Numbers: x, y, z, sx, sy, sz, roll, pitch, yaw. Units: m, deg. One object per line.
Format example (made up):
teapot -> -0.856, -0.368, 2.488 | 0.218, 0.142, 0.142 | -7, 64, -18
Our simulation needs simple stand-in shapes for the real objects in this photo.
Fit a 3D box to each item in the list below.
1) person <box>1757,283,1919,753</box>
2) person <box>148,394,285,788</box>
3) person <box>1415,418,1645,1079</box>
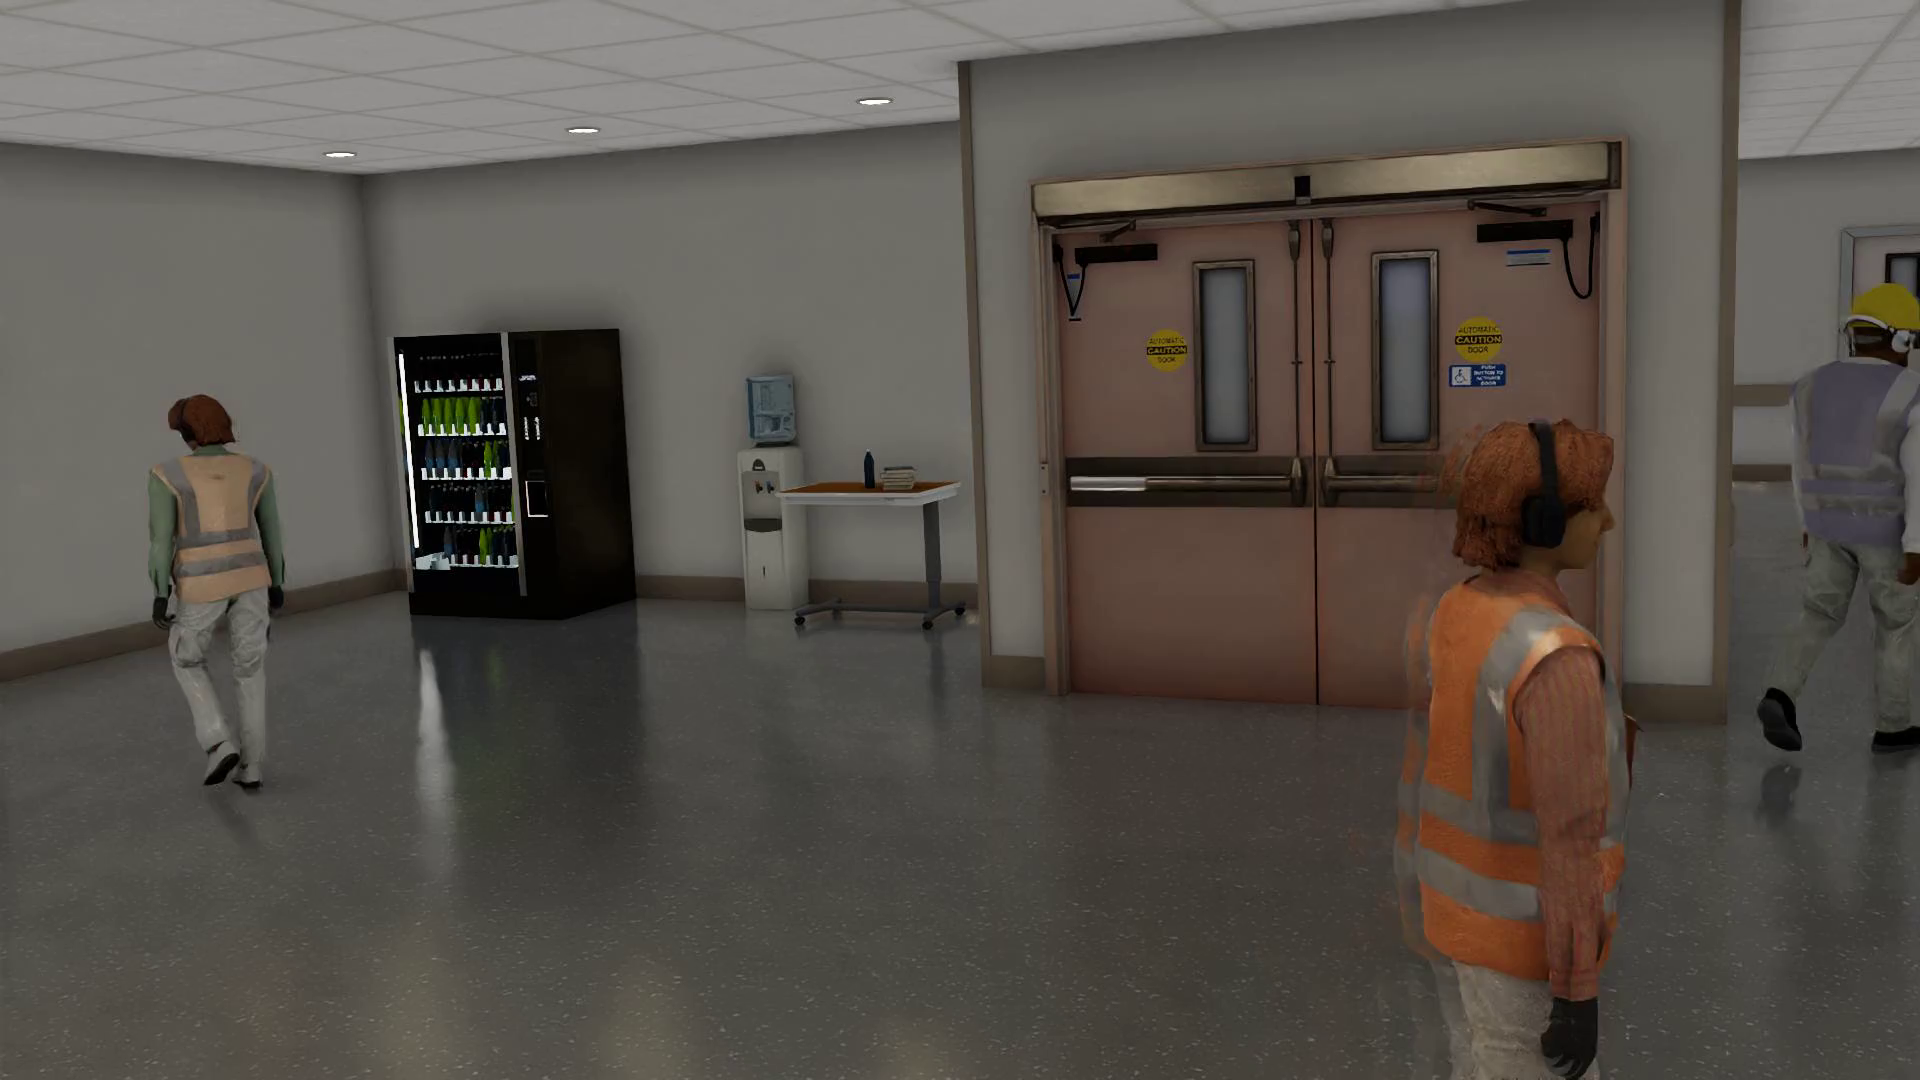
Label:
person -> 3.361, -0.056, 6.281 | 0.705, 1.807, 0.599 | -7, 9, -32
person -> -3.031, 0.215, 6.816 | 0.555, 1.621, 0.376 | -9, 10, -43
person -> 0.807, 0.622, 2.585 | 0.703, 1.617, 0.524 | -2, 7, 0
